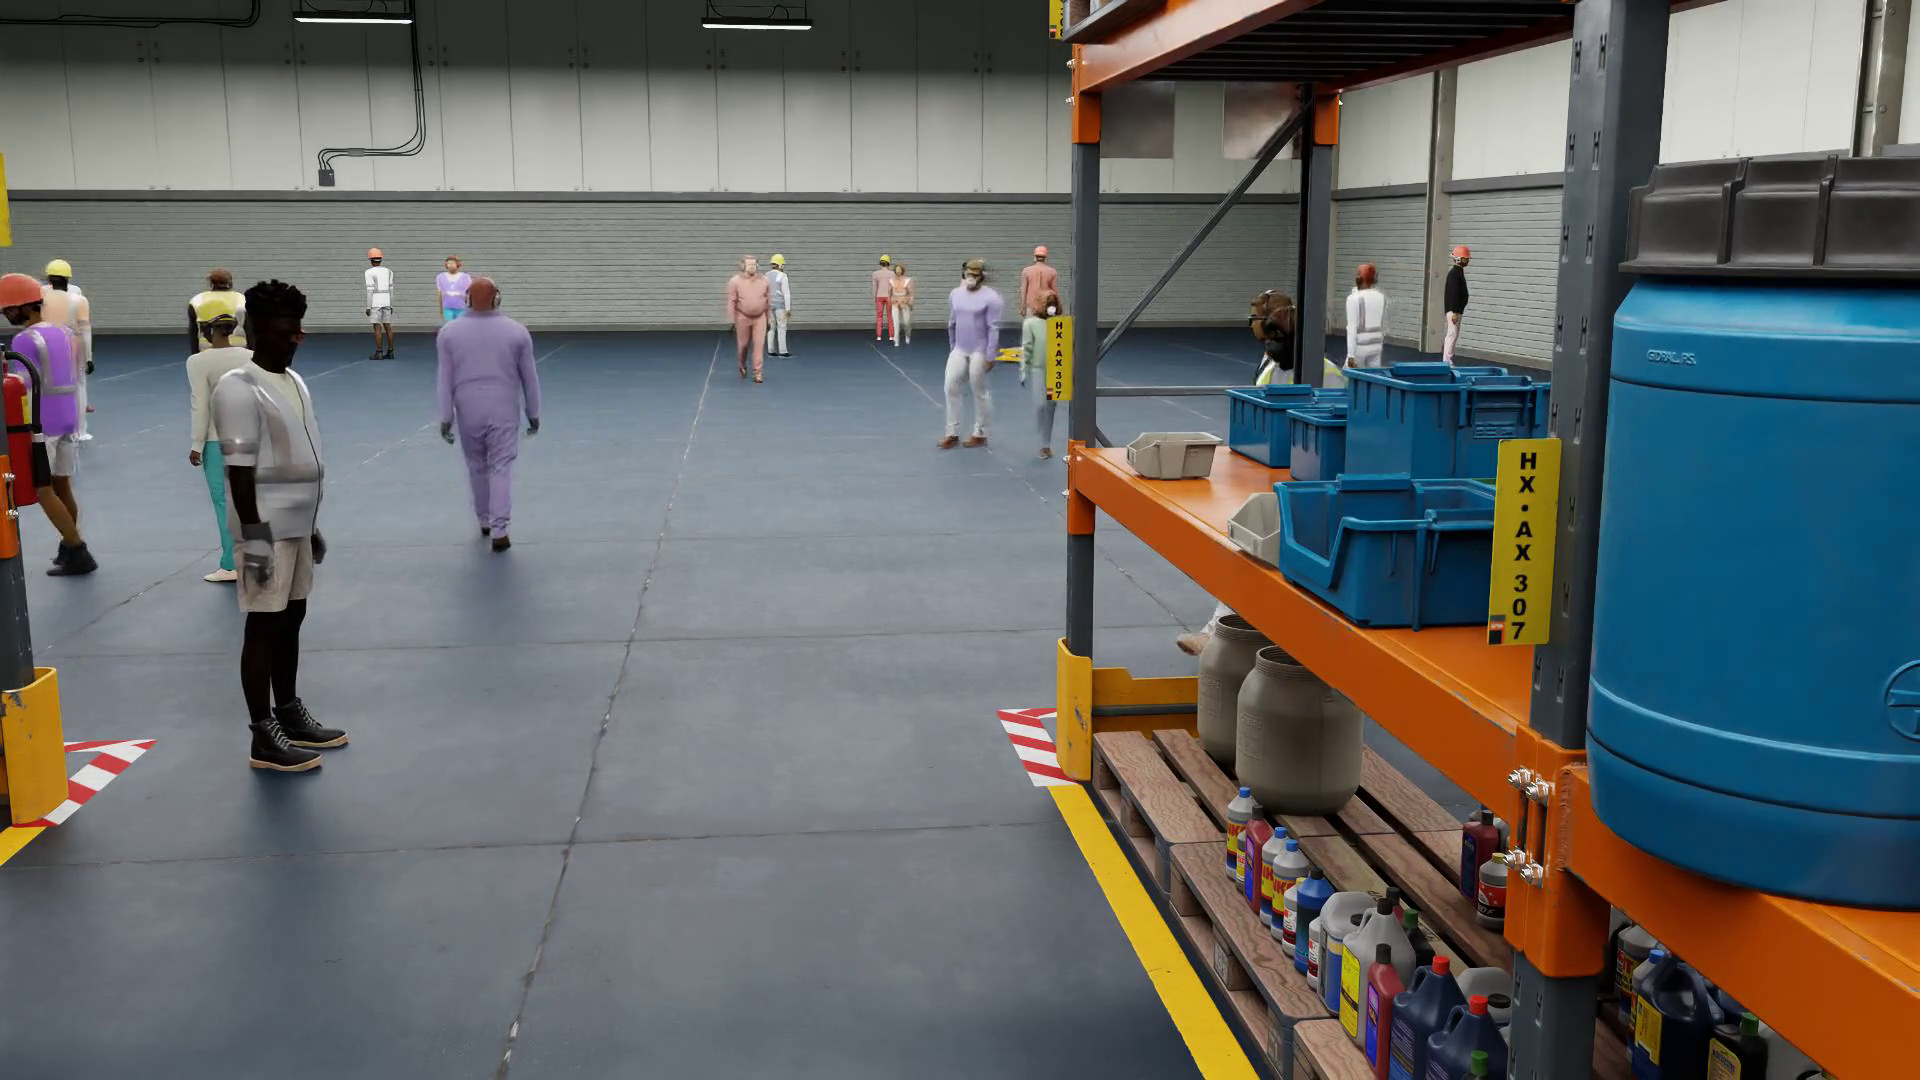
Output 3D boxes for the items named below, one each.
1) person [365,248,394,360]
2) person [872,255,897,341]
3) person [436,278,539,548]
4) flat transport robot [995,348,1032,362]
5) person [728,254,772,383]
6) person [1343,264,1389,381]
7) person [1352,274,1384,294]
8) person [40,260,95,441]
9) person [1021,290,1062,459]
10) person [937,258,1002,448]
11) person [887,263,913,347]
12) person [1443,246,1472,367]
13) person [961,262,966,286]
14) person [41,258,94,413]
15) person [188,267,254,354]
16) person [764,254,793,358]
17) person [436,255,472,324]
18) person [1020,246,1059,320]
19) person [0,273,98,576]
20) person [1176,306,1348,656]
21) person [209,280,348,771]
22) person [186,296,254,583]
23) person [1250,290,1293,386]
[{"bbox_3d":[-10.101,-4.094,28.902,0.349,1.935,0.551,6,12,30],"label":"person"},{"bbox_3d":[-1.532,-4.951,34.072,0.530,1.768,0.312,1,10,7],"label":"person"},{"bbox_3d":[-3.270,-0.891,11.590,0.664,1.851,1.013,-2,10,-10],"label":"person"},{"bbox_3d":[1.271,-3.210,28.622,0.652,0.197,1.431,7,13,35],"label":"flat transport robot"},{"bbox_3d":[-3.100,-3.278,24.576,0.655,1.881,0.797,-3,11,-15],"label":"person"},{"bbox_3d":[4.279,-2.026,17.842,0.596,1.829,0.979,-5,12,-26],"label":"person"},{"bbox_3d":[6.378,-3.436,26.170,0.517,1.625,0.655,4,11,20],"label":"person"},{"bbox_3d":[-9.259,-1.926,17.120,0.591,1.905,0.745,-1,10,-6],"label":"person"},{"bbox_3d":[0.880,-1.579,15.975,0.523,1.608,0.670,-3,11,-18],"label":"person"},{"bbox_3d":[0.056,-1.850,16.672,0.646,1.909,0.754,7,13,35],"label":"person"},{"bbox_3d":[-1.157,-4.591,32.467,0.524,1.625,0.575,1,10,6],"label":"person"},{"bbox_3d":[7.683,-3.540,25.707,0.397,1.992,0.623,4,11,19],"label":"person"},{"bbox_3d":[0.232,-4.363,31.068,0.589,1.681,0.541,-5,11,-24],"label":"person"},{"bbox_3d":[-10.802,-2.454,20.082,0.514,1.877,0.328,-2,11,-13],"label":"person"},{"bbox_3d":[-7.542,-1.876,17.071,0.644,1.815,0.714,-4,11,-21],"label":"person"},{"bbox_3d":[-3.207,-4.120,29.338,0.600,1.827,0.404,8,13,37],"label":"person"},{"bbox_3d":[-8.541,-3.902,28.163,0.567,1.825,0.646,-1,10,-8],"label":"person"},{"bbox_3d":[1.354,-4.000,28.276,0.664,1.968,0.649,0,10,0],"label":"person"},{"bbox_3d":[-5.725,-0.709,10.513,0.425,1.908,0.693,0,10,2],"label":"person"},{"bbox_3d":[1.580,-0.242,8.176,0.965,1.789,0.629,-6,12,-29],"label":"person"},{"bbox_3d":[-2.755,-0.062,6.732,0.373,1.960,0.601,0,10,2],"label":"person"},{"bbox_3d":[-4.555,-0.620,10.324,0.321,1.767,0.533,5,11,26],"label":"person"},{"bbox_3d":[1.724,-0.440,9.129,0.325,1.841,0.517,1,10,7],"label":"person"}]
